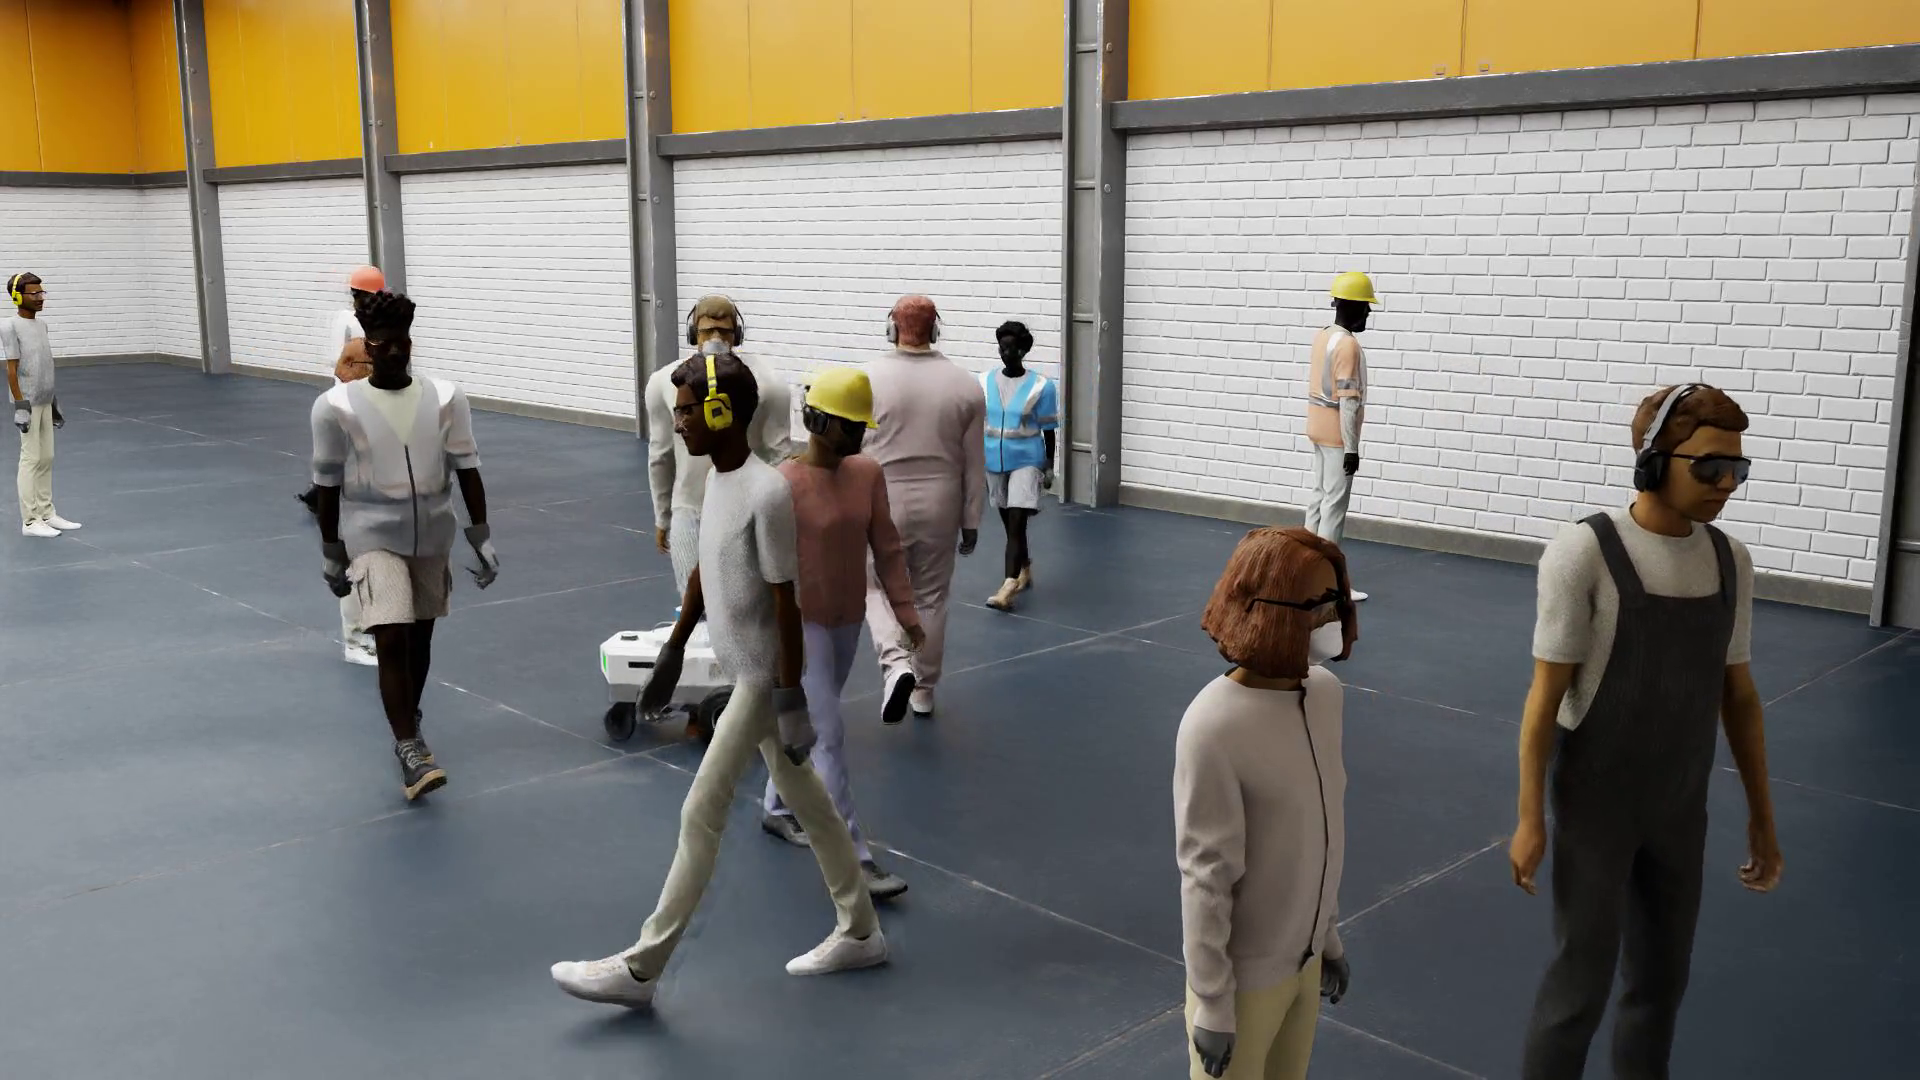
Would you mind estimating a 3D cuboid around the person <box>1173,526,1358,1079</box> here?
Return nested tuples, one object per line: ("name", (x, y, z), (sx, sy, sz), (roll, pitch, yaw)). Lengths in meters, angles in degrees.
("person", (0.555, 0.779, 3.009), (0.285, 1.633, 0.497), (8, 13, 37))

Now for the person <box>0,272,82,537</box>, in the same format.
("person", (-6.576, -0.962, 11.857), (0.328, 1.872, 0.513), (0, 10, -2))

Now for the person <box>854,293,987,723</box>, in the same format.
("person", (-0.204, -0.118, 7.201), (0.661, 1.887, 0.591), (-2, 11, -11))

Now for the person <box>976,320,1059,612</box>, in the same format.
("person", (0.289, -0.446, 9.647), (0.542, 1.646, 0.893), (5, 11, 25))

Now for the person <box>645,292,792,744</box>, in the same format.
("person", (-1.030, -0.135, 7.297), (0.630, 1.910, 0.857), (0, 10, -1))

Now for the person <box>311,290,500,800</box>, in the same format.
("person", (-2.105, 0.014, 6.397), (0.610, 1.919, 0.974), (-8, 13, -37))

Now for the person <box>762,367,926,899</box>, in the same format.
("person", (-0.440, 0.277, 5.549), (0.874, 1.711, 0.523), (9, 14, 40))

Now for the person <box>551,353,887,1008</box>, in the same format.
("person", (-0.657, 0.397, 4.608), (1.024, 1.803, 0.513), (-4, 11, -19))

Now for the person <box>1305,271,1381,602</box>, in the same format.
("person", (2.240, -0.608, 9.778), (0.385, 1.922, 0.594), (-1, 10, -4))

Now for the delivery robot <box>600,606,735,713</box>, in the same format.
("delivery robot", (-1.156, 0.524, 7.086), (0.707, 0.478, 0.477), (1, 10, 6))

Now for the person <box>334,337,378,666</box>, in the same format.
("person", (-2.964, -0.200, 8.348), (0.269, 1.633, 0.504), (2, 11, 9))

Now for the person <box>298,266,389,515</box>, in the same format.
("person", (-4.603, -1.083, 12.464), (0.799, 1.894, 0.608), (-7, 12, -33))

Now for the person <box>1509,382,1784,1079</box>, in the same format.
("person", (1.445, 0.583, 3.527), (0.556, 1.834, 0.395), (-4, 11, -19))
